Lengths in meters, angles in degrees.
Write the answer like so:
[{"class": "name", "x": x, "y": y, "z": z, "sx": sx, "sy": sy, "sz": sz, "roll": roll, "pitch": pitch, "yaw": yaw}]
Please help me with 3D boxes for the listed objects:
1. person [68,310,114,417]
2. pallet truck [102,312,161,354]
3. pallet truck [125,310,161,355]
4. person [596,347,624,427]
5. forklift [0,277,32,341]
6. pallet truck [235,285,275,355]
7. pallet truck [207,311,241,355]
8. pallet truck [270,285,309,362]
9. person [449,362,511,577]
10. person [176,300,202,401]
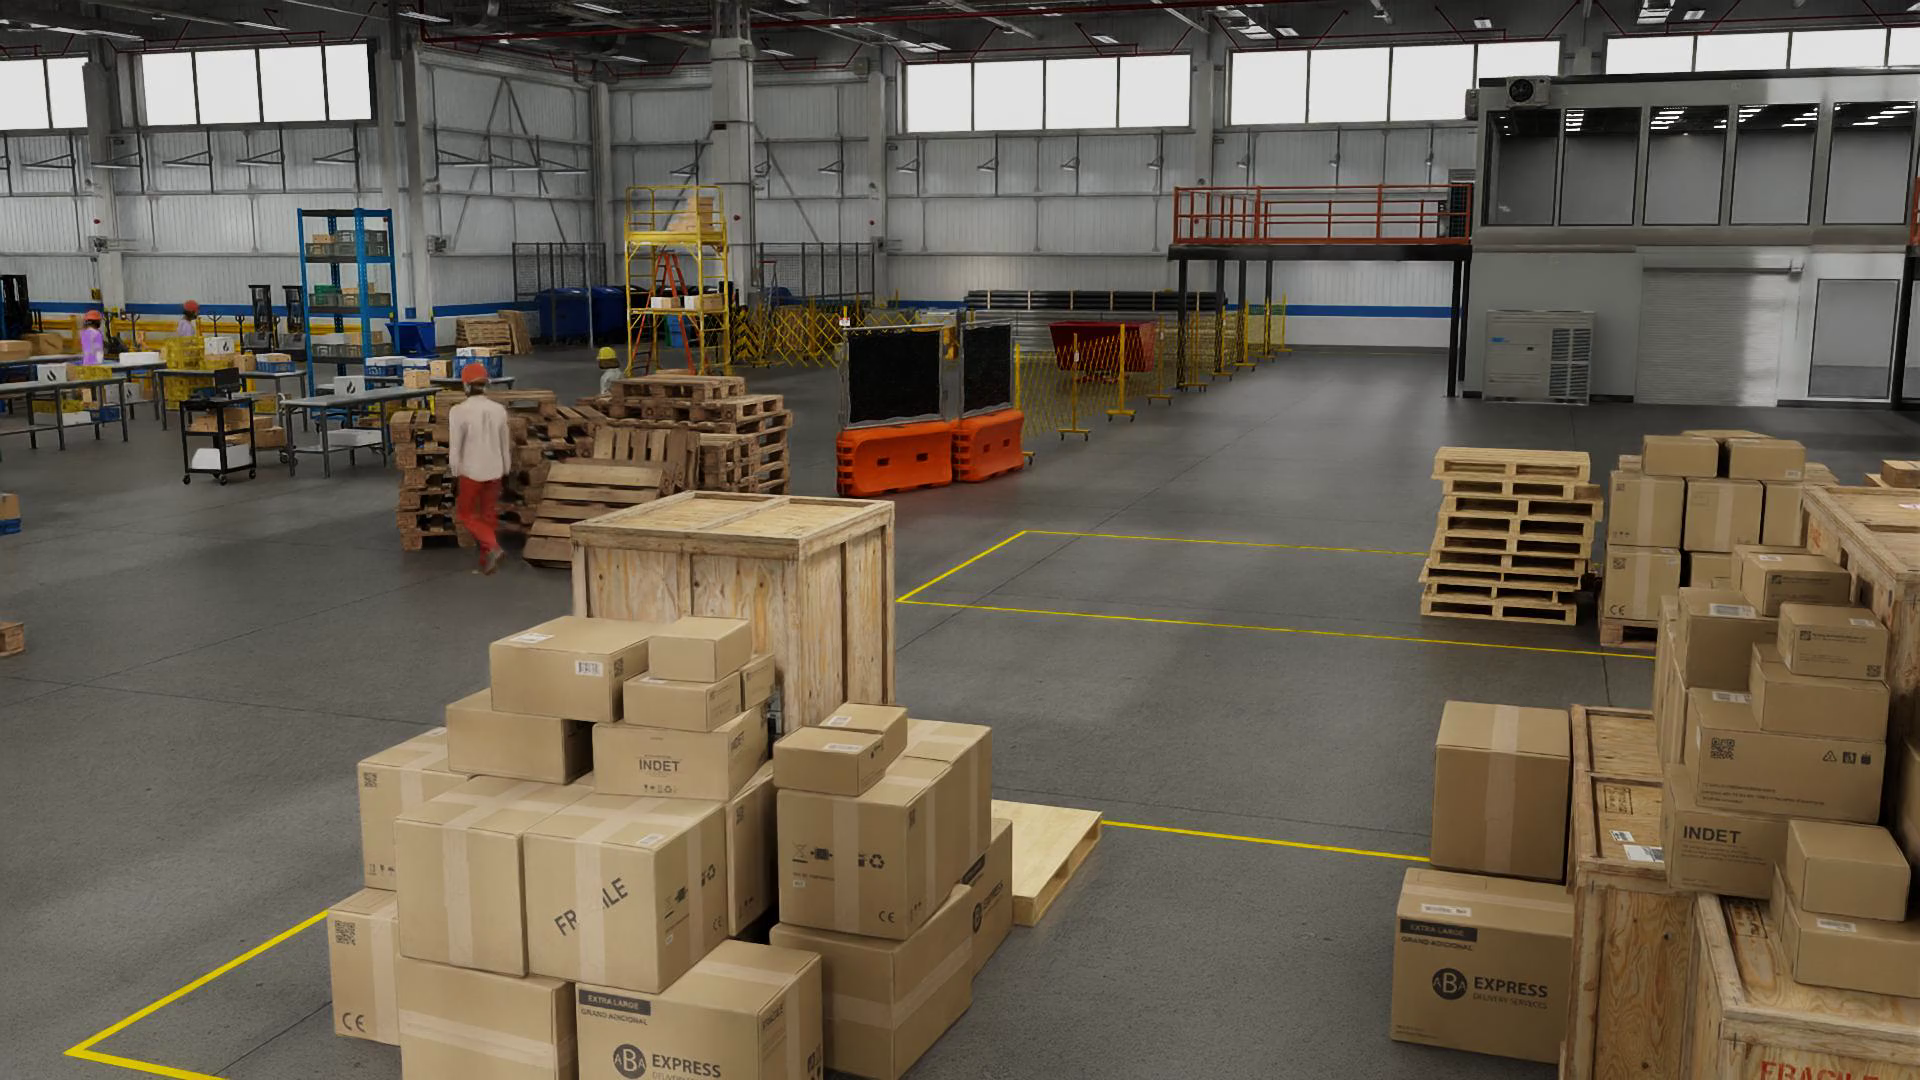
[{"class": "person", "x": -15.180, "y": -3.053, "z": 29.014, "sx": 0.552, "sy": 1.917, "sz": 0.749, "roll": 5, "pitch": 11, "yaw": 28}, {"class": "pallet truck", "x": -23.057, "y": -5.777, "z": 46.261, "sx": 0.680, "sy": 1.201, "sz": 1.601, "roll": 3, "pitch": 11, "yaw": 19}, {"class": "pallet truck", "x": -22.038, "y": -5.665, "z": 45.457, "sx": 0.704, "sy": 1.261, "sz": 1.522, "roll": 3, "pitch": 11, "yaw": 17}, {"class": "person", "x": -4.480, "y": -1.613, "z": 21.385, "sx": 0.338, "sy": 1.739, "sz": 0.485, "roll": 3, "pitch": 10, "yaw": 16}, {"class": "forklift", "x": -27.151, "y": -6.329, "z": 46.328, "sx": 1.157, "sy": 1.987, "sz": 2.680, "roll": 3, "pitch": 11, "yaw": 17}, {"class": "pallet truck", "x": -18.327, "y": -5.835, "z": 44.421, "sx": 0.823, "sy": 1.965, "sz": 1.885, "roll": 4, "pitch": 11, "yaw": 23}, {"class": "pallet truck", "x": -19.537, "y": -5.575, "z": 44.913, "sx": 0.653, "sy": 1.274, "sz": 1.630, "roll": 3, "pitch": 11, "yaw": 19}, {"class": "pallet truck", "x": -17.147, "y": -5.700, "z": 43.663, "sx": 0.823, "sy": 1.965, "sz": 1.885, "roll": 3, "pitch": 11, "yaw": 17}, {"class": "person", "x": -4.331, "y": -0.619, "z": 15.094, "sx": 0.537, "sy": 1.978, "sz": 0.643, "roll": 8, "pitch": 13, "yaw": 36}, {"class": "person", "x": -14.184, "y": -3.400, "z": 30.650, "sx": 0.490, "sy": 2.015, "sz": 0.650, "roll": -6, "pitch": 12, "yaw": -32}]
